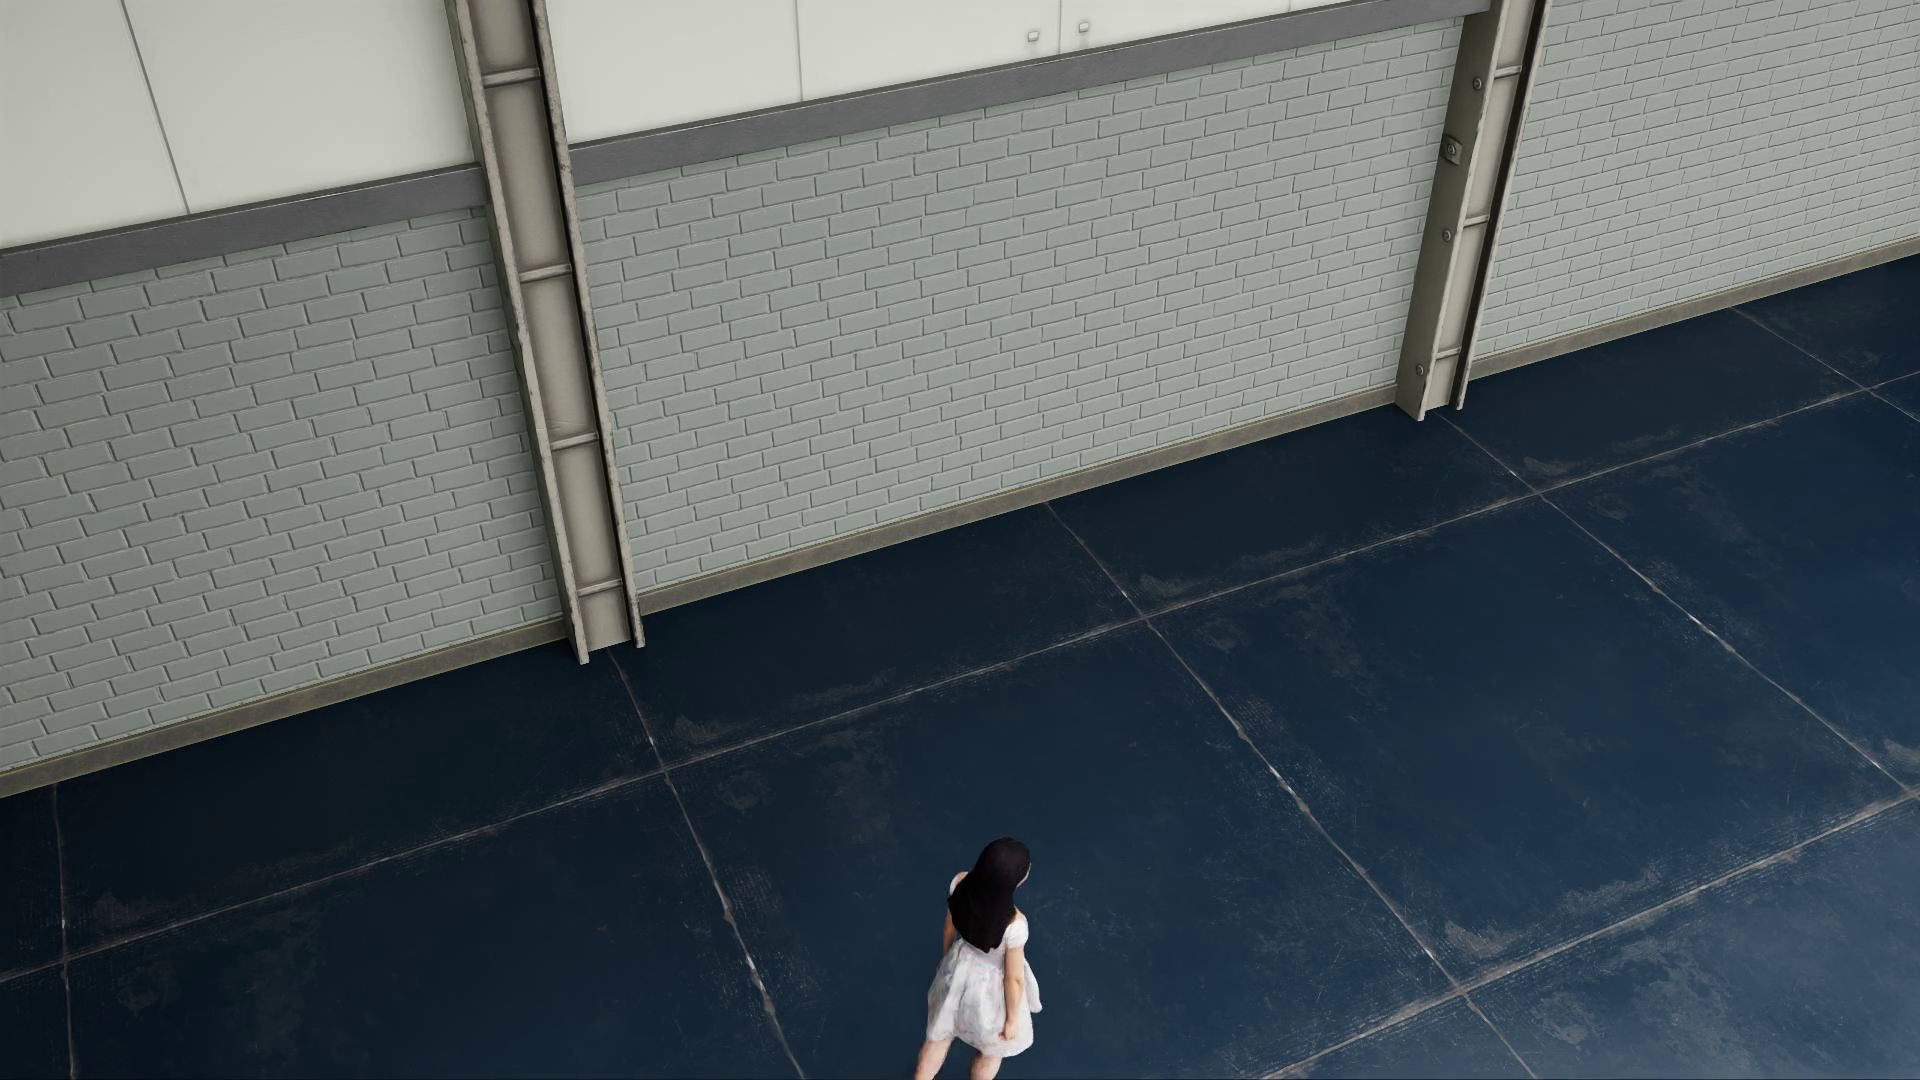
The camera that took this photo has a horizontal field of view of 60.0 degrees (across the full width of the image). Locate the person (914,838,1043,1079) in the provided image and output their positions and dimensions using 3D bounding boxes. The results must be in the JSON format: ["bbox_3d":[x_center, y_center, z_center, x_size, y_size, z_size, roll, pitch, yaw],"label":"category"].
[{"bbox_3d":[0.057,1.880,6.800,0.809,1.750,0.945,29,46,32],"label":"person"}]
